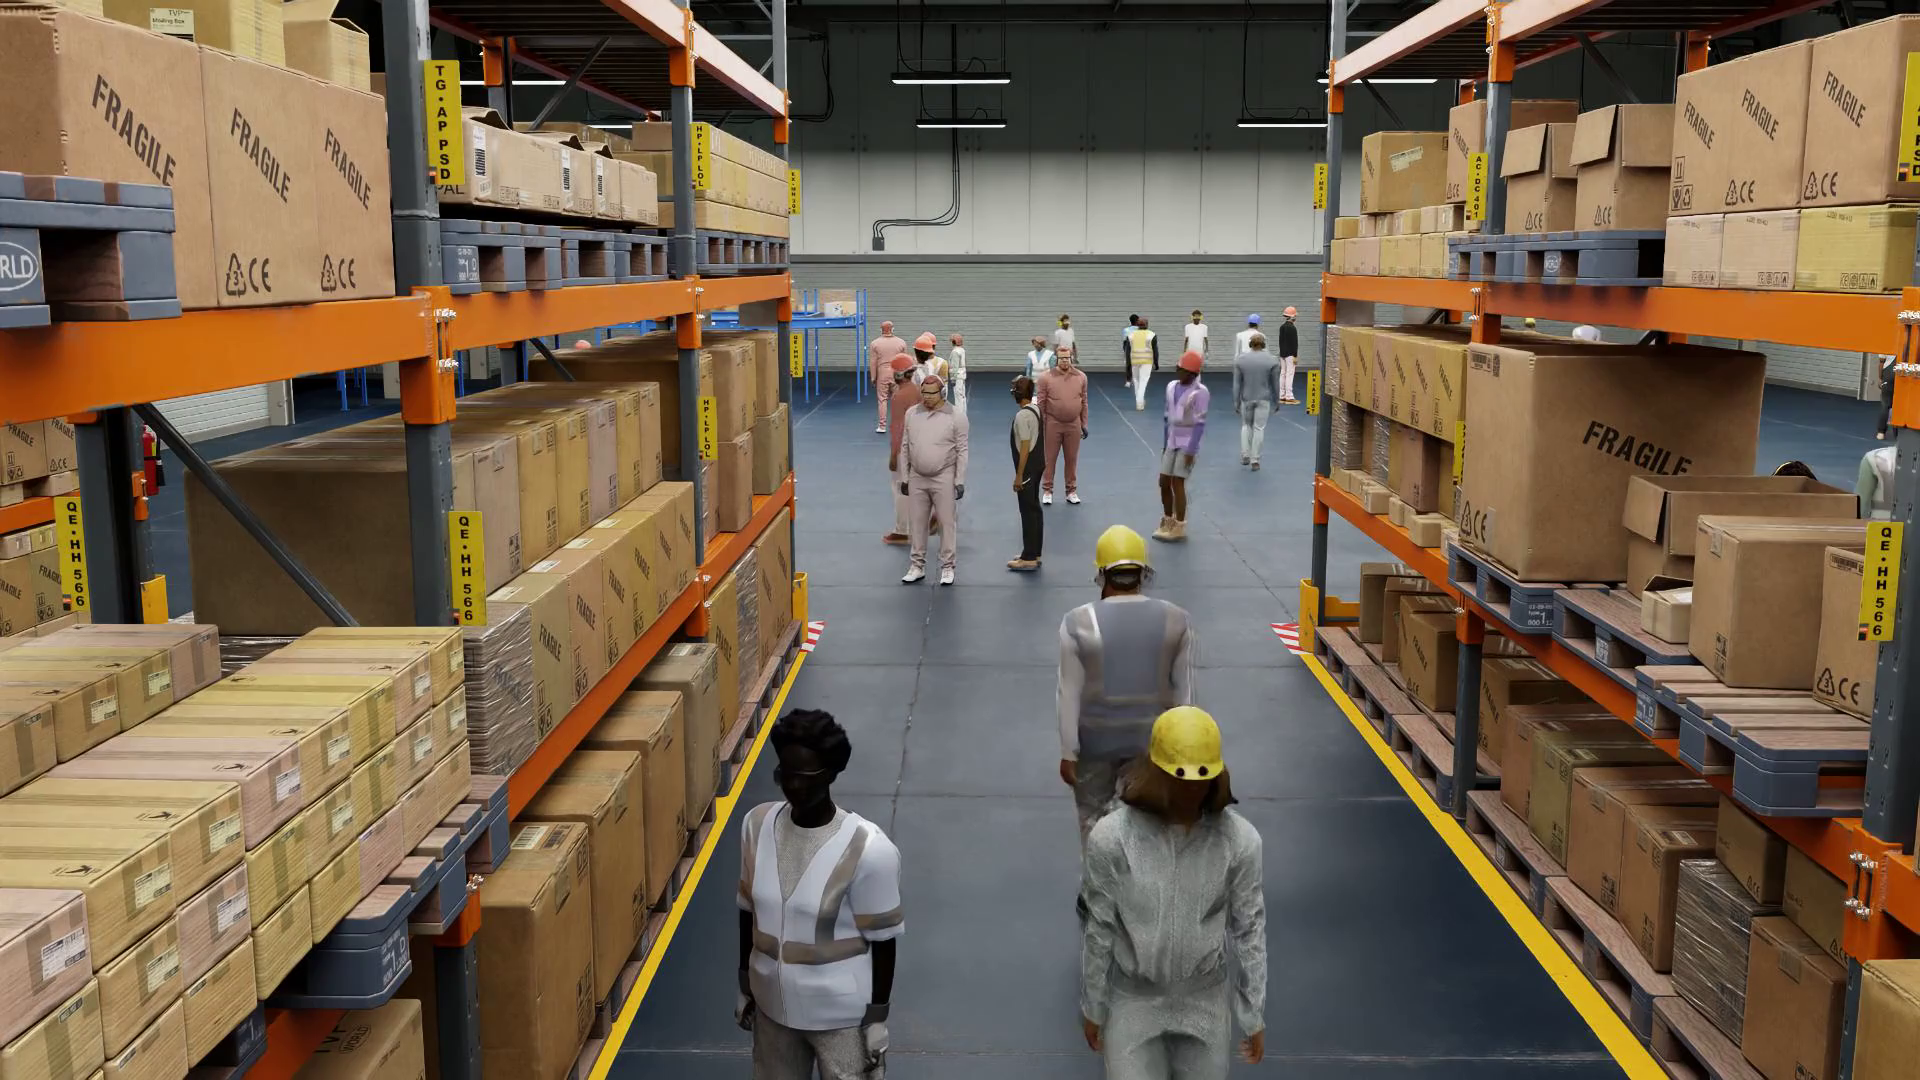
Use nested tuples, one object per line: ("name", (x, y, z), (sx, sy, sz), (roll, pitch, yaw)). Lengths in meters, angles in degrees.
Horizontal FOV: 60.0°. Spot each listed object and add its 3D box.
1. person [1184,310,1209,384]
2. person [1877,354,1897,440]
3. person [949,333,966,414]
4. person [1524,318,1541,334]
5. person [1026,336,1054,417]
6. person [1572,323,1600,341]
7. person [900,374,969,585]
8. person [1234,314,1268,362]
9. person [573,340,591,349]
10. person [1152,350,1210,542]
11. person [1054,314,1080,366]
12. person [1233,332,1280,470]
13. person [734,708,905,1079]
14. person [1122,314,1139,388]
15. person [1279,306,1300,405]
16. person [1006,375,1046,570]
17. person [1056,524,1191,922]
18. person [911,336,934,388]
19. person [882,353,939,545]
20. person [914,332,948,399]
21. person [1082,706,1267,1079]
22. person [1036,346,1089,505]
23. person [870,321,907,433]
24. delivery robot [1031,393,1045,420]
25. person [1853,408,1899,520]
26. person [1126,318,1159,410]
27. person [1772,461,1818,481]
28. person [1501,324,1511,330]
("person", (5.197, -4.127, 36.604), (0.534, 1.864, 0.402), (0, 9, 0))
("person", (15.475, -2.653, 27.362), (0.677, 2.000, 0.536), (5, 11, 29))
("person", (-0.040, -2.874, 29.770), (0.315, 1.636, 0.514), (2, 10, 14))
("person", (12.154, -3.887, 35.492), (0.541, 1.746, 0.582), (6, 11, 33))
("person", (1.454, -2.838, 29.678), (0.526, 1.590, 0.871), (4, 10, 22))
("person", (13.632, -4.052, 36.280), (0.592, 1.822, 0.549), (1, 10, 4))
("person", (-0.253, -0.548, 15.050), (0.636, 1.903, 0.406), (3, 10, 19))
("person", (5.641, -3.361, 31.878), (0.641, 1.900, 0.952), (7, 12, 37))
("person", (-4.695, -1.535, 20.848), (0.551, 1.934, 0.373), (-1, 10, -5))
("person", (2.281, -0.974, 17.352), (0.442, 1.999, 0.678), (-6, 11, -30))
("person", (2.185, -3.833, 34.969), (0.536, 1.831, 0.906), (-8, 12, -39))
("person", (4.202, -1.965, 23.496), (0.638, 1.916, 0.689), (3, 10, 20))
("person", (-0.410, 1.292, 4.633), (0.541, 1.697, 0.316), (5, 11, 30))
("person", (4.038, -4.400, 38.728), (0.542, 1.695, 0.316), (-1, 10, -8))
("person", (6.782, -3.804, 34.258), (0.376, 1.997, 0.612), (-3, 10, -17))
("person", (0.628, -0.642, 15.783), (0.348, 1.842, 0.506), (3, 10, 19))
("person", (0.707, 0.840, 7.038), (0.599, 1.805, 0.787), (-2, 10, -12))
("person", (-0.505, -1.726, 22.008), (0.362, 1.934, 0.543), (8, 12, 39))
("person", (-0.506, -0.937, 17.148), (0.564, 1.977, 0.628), (4, 10, 24))
("person", (-0.440, -1.905, 23.057), (0.542, 1.939, 0.362), (3, 10, 18))
("person", (0.589, 1.286, 4.546), (0.499, 1.726, 0.391), (-1, 10, -6))
("person", (1.242, -1.382, 20.029), (0.652, 1.906, 0.402), (-2, 10, -11))
("person", (-1.228, -2.780, 28.410), (0.643, 1.905, 0.400), (-2, 10, -12))
("delivery robot", (1.361, -2.418, 30.101), (0.477, 0.478, 0.707), (-2, 9, -14))
("person", (6.676, -0.037, 11.922), (0.604, 1.914, 0.813), (1, 9, 4))
("person", (3.659, -3.513, 33.089), (0.622, 1.800, 0.916), (5, 11, 25))
("person", (4.360, 0.507, 8.823), (0.532, 1.871, 0.321), (1, 9, 4))
("person", (8.684, -2.519, 26.823), (0.506, 1.909, 0.604), (-8, 12, -39))
